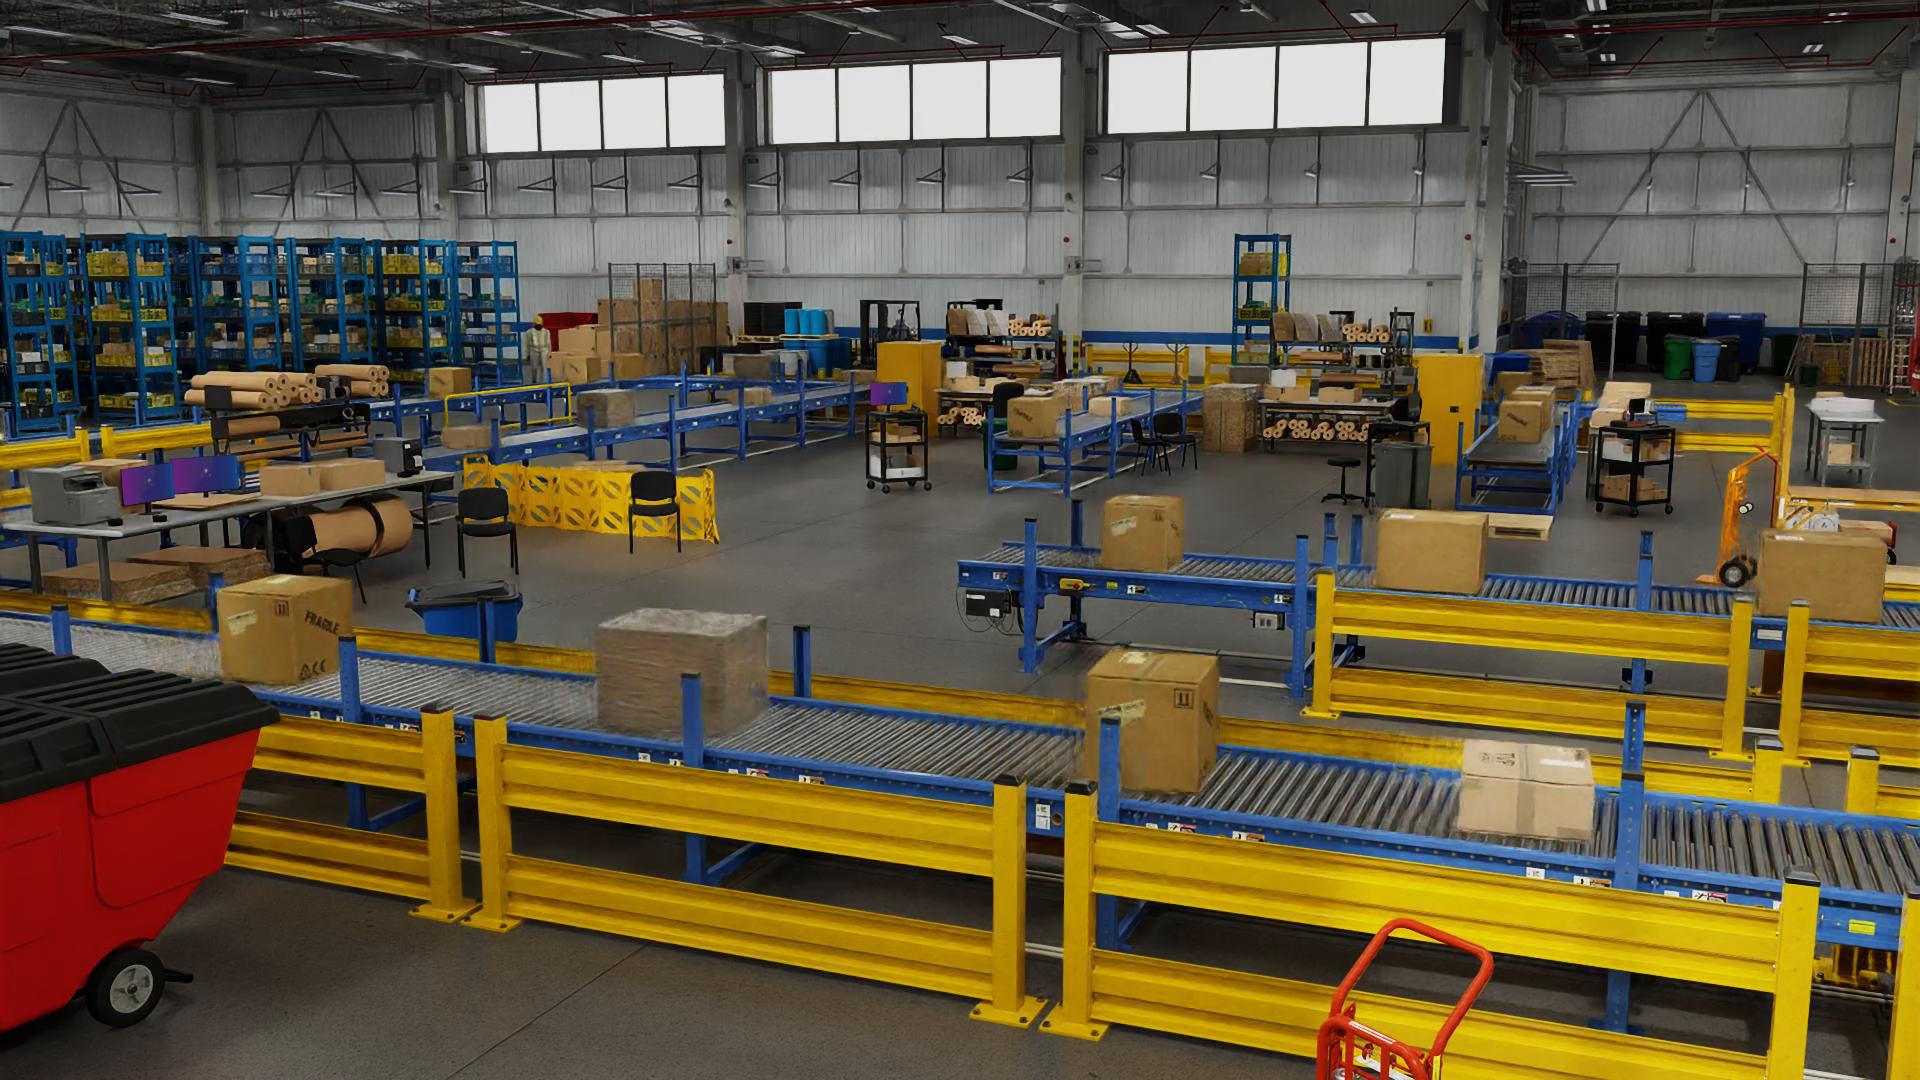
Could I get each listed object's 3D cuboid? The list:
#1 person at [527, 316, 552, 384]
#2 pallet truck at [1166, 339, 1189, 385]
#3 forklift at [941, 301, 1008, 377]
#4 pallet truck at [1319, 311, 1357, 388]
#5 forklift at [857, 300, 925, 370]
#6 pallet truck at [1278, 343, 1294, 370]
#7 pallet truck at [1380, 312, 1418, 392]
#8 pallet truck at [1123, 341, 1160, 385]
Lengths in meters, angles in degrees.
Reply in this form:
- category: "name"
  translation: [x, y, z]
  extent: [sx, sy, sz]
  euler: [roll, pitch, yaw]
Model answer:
- category: "person"
  translation: [-10.283, -4.575, 40.671]
  extent: [0.592, 1.818, 0.417]
  euler: [-3, 10, -18]
- category: "pallet truck"
  translation: [5.418, -4.269, 40.420]
  extent: [0.704, 1.261, 1.522]
  euler: [3, 10, 20]
- category: "forklift"
  translation: [0.365, -4.966, 41.571]
  extent: [1.157, 1.987, 2.680]
  euler: [3, 10, 20]
- category: "pallet truck"
  translation: [9.071, -4.419, 39.190]
  extent: [0.823, 1.965, 1.885]
  euler: [5, 10, 26]
- category: "forklift"
  translation: [-1.732, -5.109, 42.468]
  extent: [1.157, 1.987, 2.680]
  euler: [4, 10, 22]
- category: "pallet truck"
  translation: [7.886, -4.163, 39.743]
  extent: [0.653, 1.274, 1.630]
  euler: [4, 10, 22]
- category: "pallet truck"
  translation: [10.207, -4.283, 38.369]
  extent: [0.823, 1.965, 1.885]
  euler: [3, 10, 20]
- category: "pallet truck"
  translation: [4.445, -4.380, 41.279]
  extent: [0.680, 1.201, 1.601]
  euler: [4, 10, 22]
